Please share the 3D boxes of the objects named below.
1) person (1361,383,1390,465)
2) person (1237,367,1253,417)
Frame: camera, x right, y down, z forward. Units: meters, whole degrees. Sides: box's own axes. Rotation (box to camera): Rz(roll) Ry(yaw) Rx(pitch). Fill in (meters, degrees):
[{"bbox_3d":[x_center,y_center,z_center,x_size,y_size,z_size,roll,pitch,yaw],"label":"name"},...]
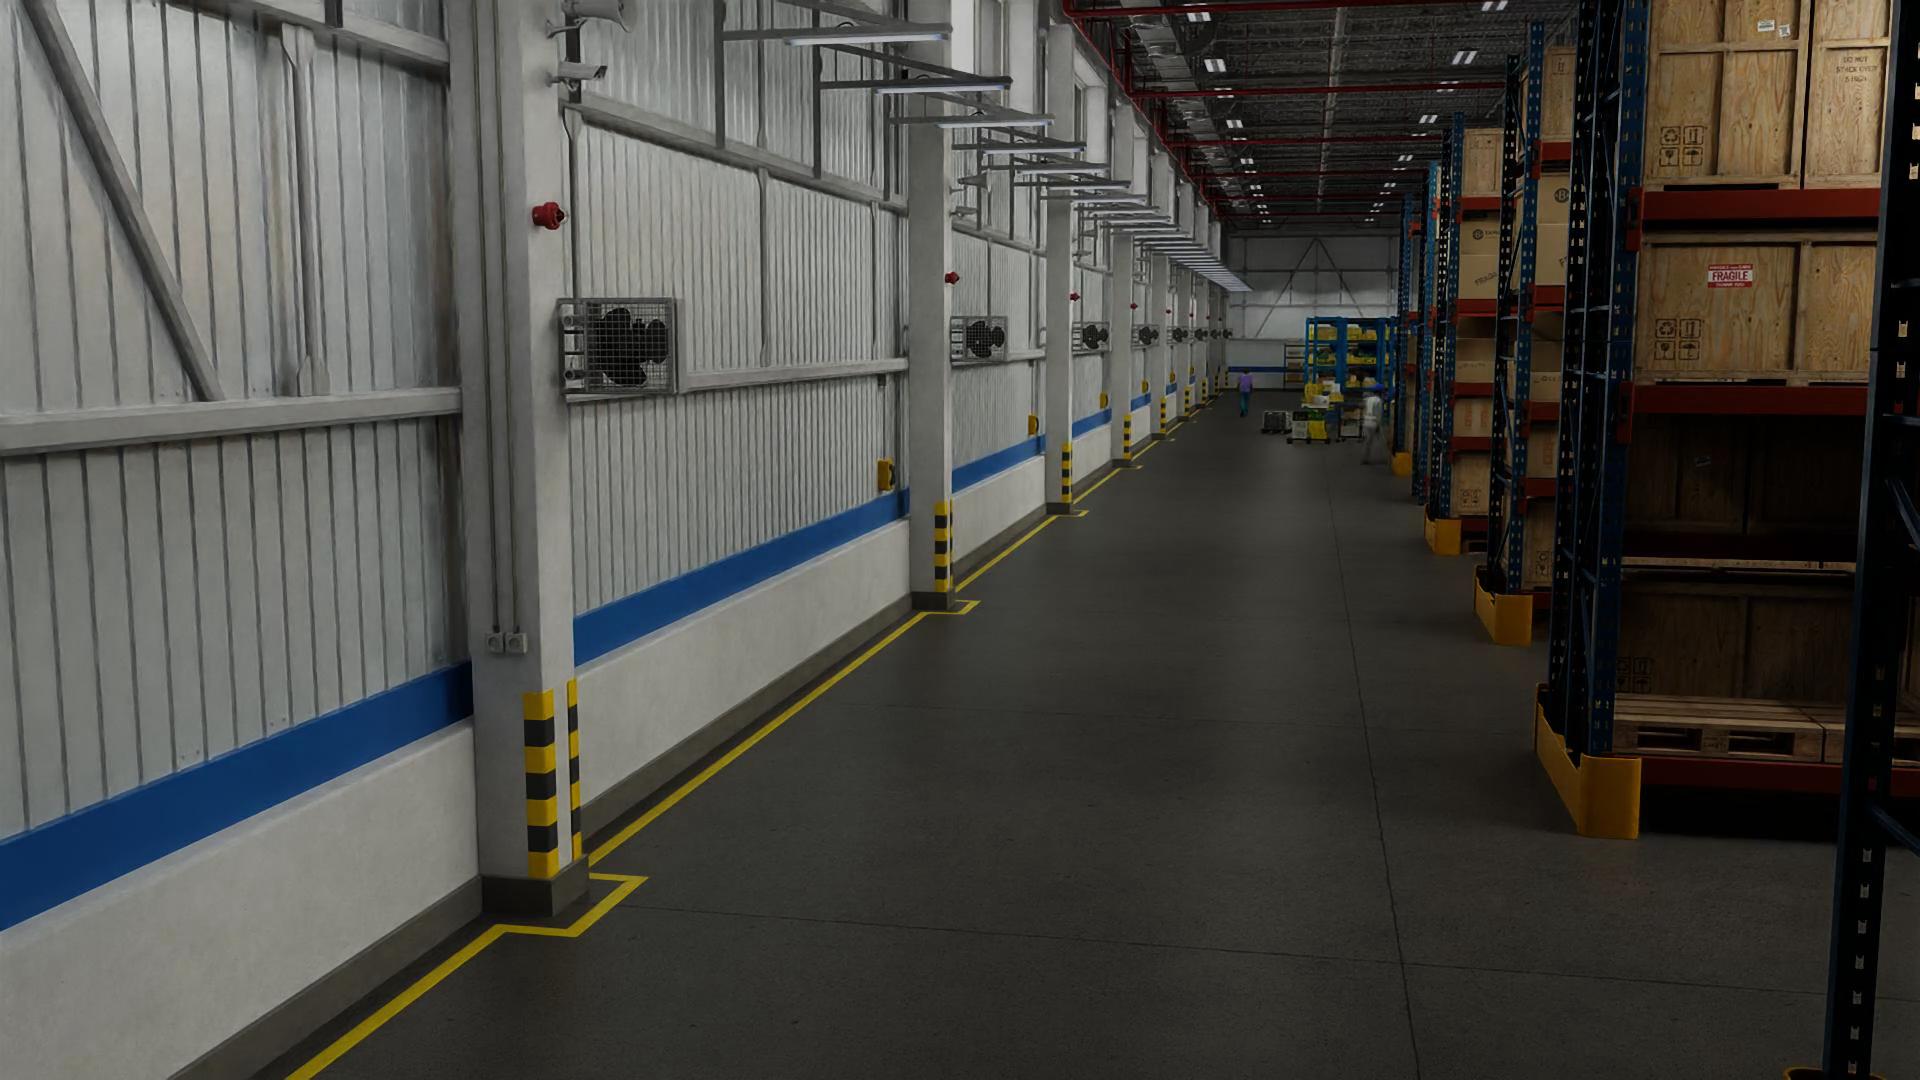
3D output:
[{"bbox_3d":[9.756,-2.699,38.823,0.775,1.915,0.636,-2,7,-17],"label":"person"},{"bbox_3d":[10.489,-5.446,61.156,0.601,1.826,0.453,1,7,11],"label":"person"}]
